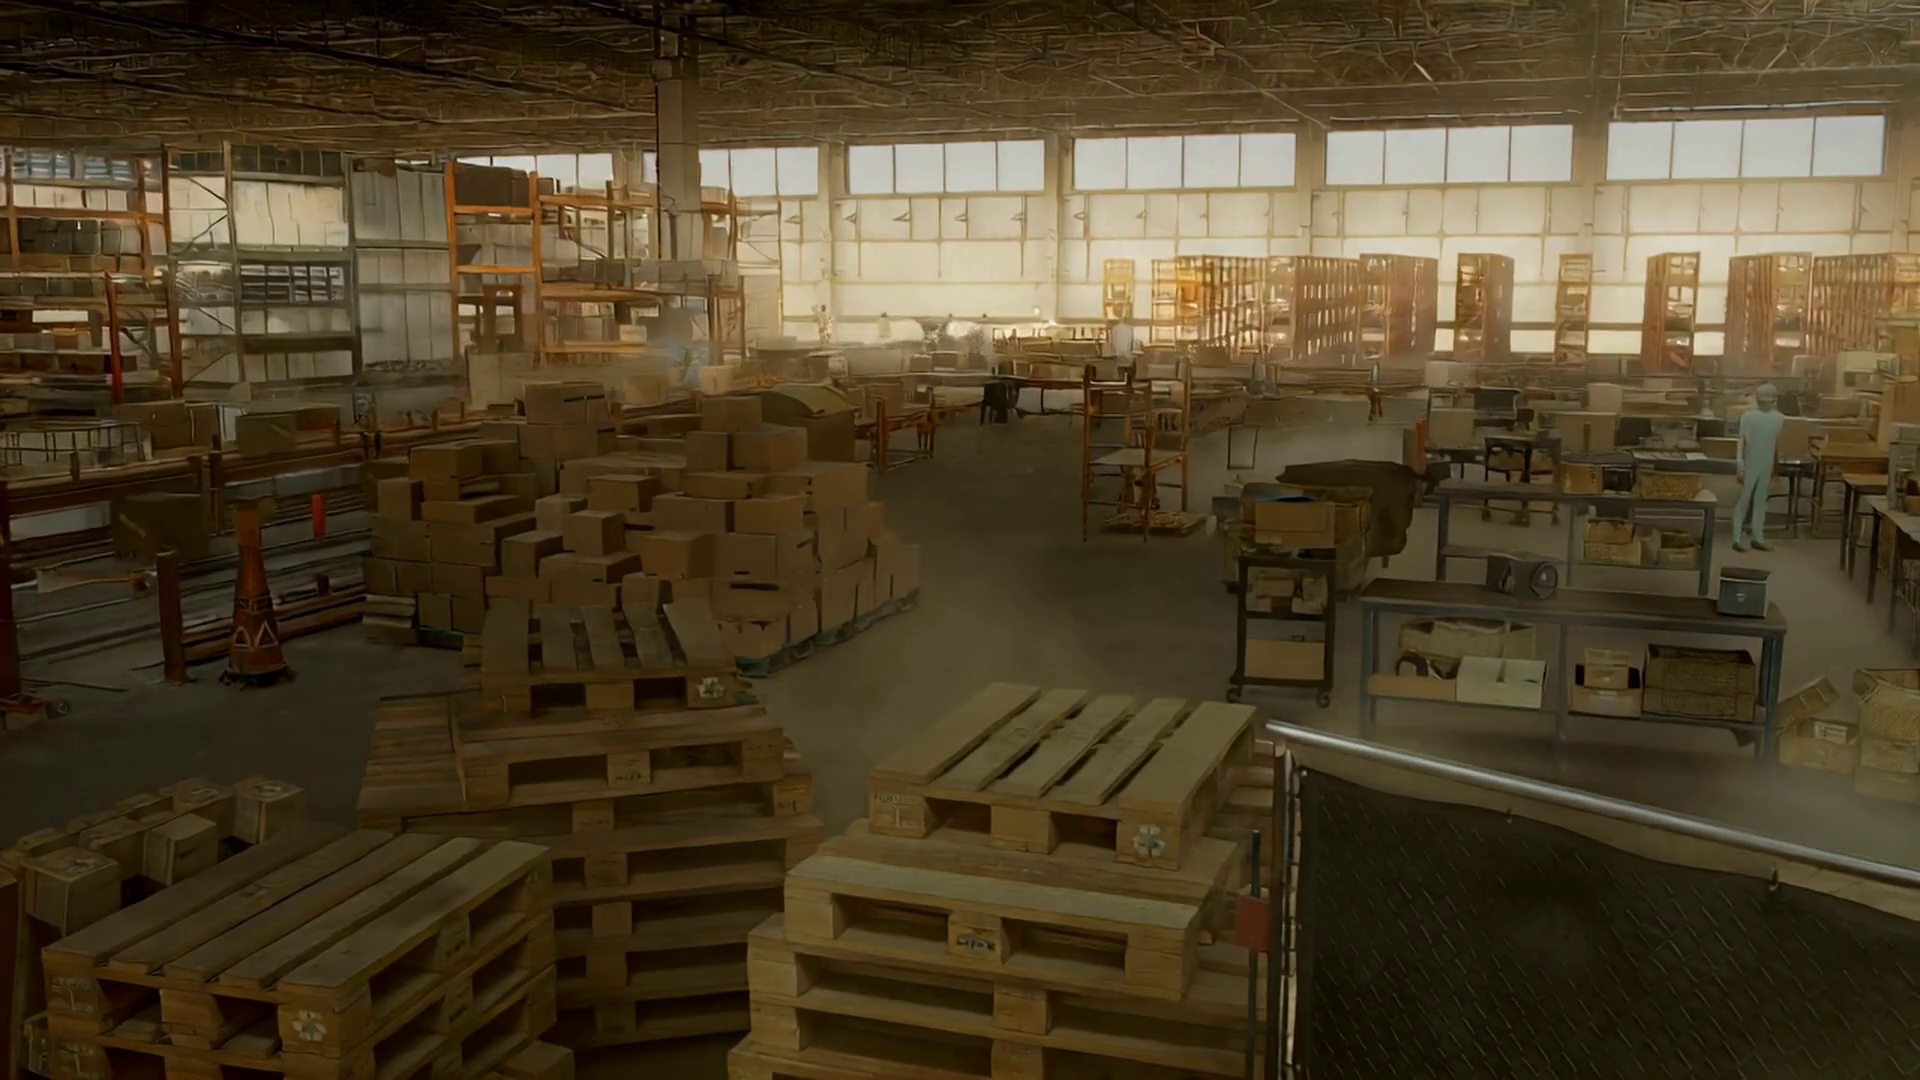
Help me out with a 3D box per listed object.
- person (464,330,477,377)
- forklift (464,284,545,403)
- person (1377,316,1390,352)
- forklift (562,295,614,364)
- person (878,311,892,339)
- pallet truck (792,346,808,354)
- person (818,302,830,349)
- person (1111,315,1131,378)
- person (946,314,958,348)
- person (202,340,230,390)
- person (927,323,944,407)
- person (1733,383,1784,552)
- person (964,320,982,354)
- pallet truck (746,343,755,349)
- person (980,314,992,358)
[{"bbox_3d":[-12.165,-4.443,41.776,0.569,1.661,0.669,2,9,13],"label":"person"},{"bbox_3d":[-10.832,-4.702,39.610,1.129,2.768,1.873,3,10,20],"label":"forklift"},{"bbox_3d":[14.430,-6.841,56.490,0.595,1.779,0.959,4,10,22],"label":"person"},{"bbox_3d":[-10.582,-5.773,46.335,1.129,2.768,1.873,3,10,20],"label":"forklift"},{"bbox_3d":[-2.698,-7.543,61.025,0.512,1.722,0.636,-6,11,-34],"label":"person"},{"bbox_3d":[-3.705,-4.298,42.022,0.653,1.274,1.630,3,10,20],"label":"pallet truck"},{"bbox_3d":[-5.577,-8.736,67.885,0.349,1.942,0.545,-8,12,-41],"label":"person"},{"bbox_3d":[4.636,-5.629,48.549,0.685,1.879,0.773,-4,10,-22],"label":"person"},{"bbox_3d":[-0.254,-6.275,52.793,0.641,1.829,0.575,2,9,13],"label":"person"},{"bbox_3d":[-19.705,-4.813,43.961,0.547,1.718,0.920,5,10,29],"label":"person"},{"bbox_3d":[-0.533,-4.036,38.398,0.503,1.927,0.595,2,9,11],"label":"person"},{"bbox_3d":[8.782,-0.795,18.269,0.517,1.864,0.334,-1,9,-5],"label":"person"},{"bbox_3d":[0.390,-5.168,45.965,0.480,1.793,0.625,-8,12,-39],"label":"person"},{"bbox_3d":[-6.183,-4.618,44.264,1.601,1.201,0.680,-9,12,-43],"label":"pallet truck"},{"bbox_3d":[0.807,-6.557,54.787,0.330,1.751,0.564,7,11,37],"label":"person"}]
